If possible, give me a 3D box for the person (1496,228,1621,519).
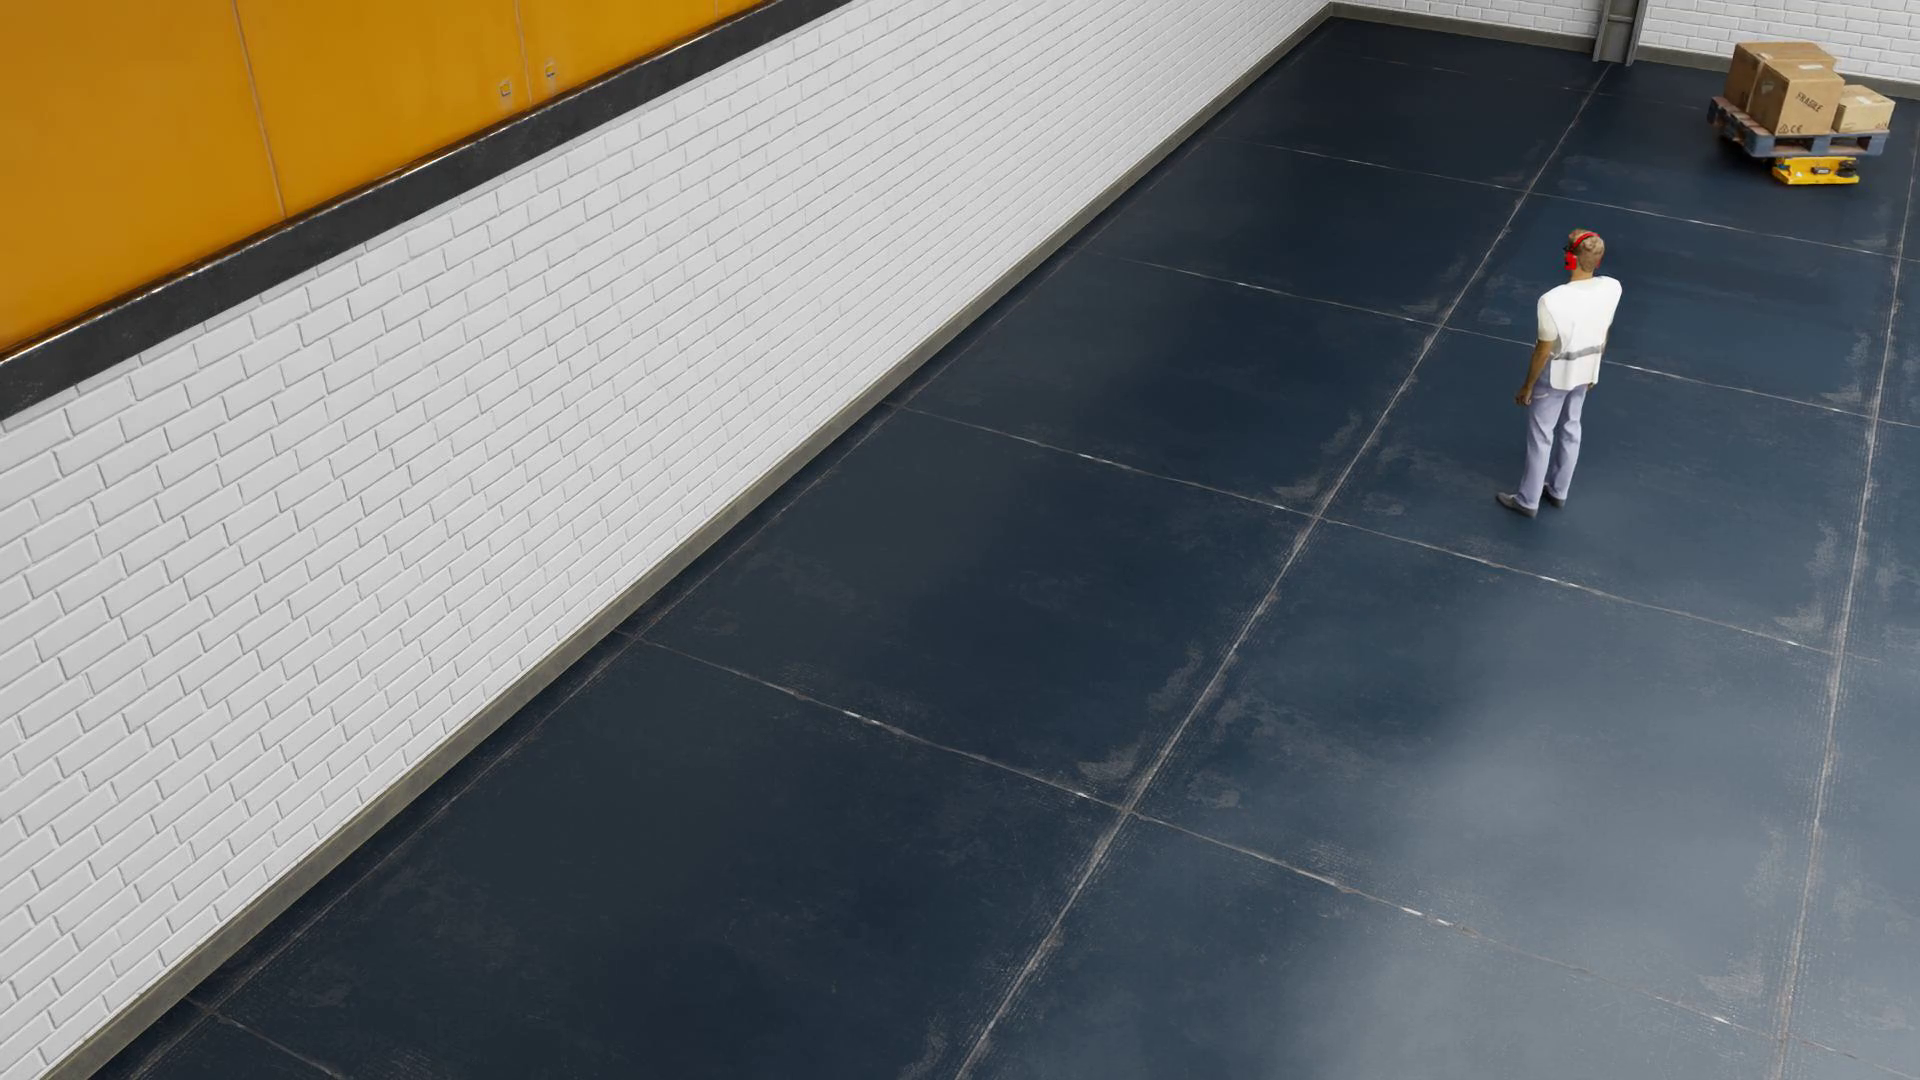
[{"bbox_3d":[3.622,-0.970,10.007,0.562,1.845,0.389,-14,36,-20],"label":"person"}]

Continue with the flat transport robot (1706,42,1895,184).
[{"bbox_3d":[7.654,-3.631,15.380,0.659,0.231,1.431,-2,34,-3],"label":"flat transport robot"}]
